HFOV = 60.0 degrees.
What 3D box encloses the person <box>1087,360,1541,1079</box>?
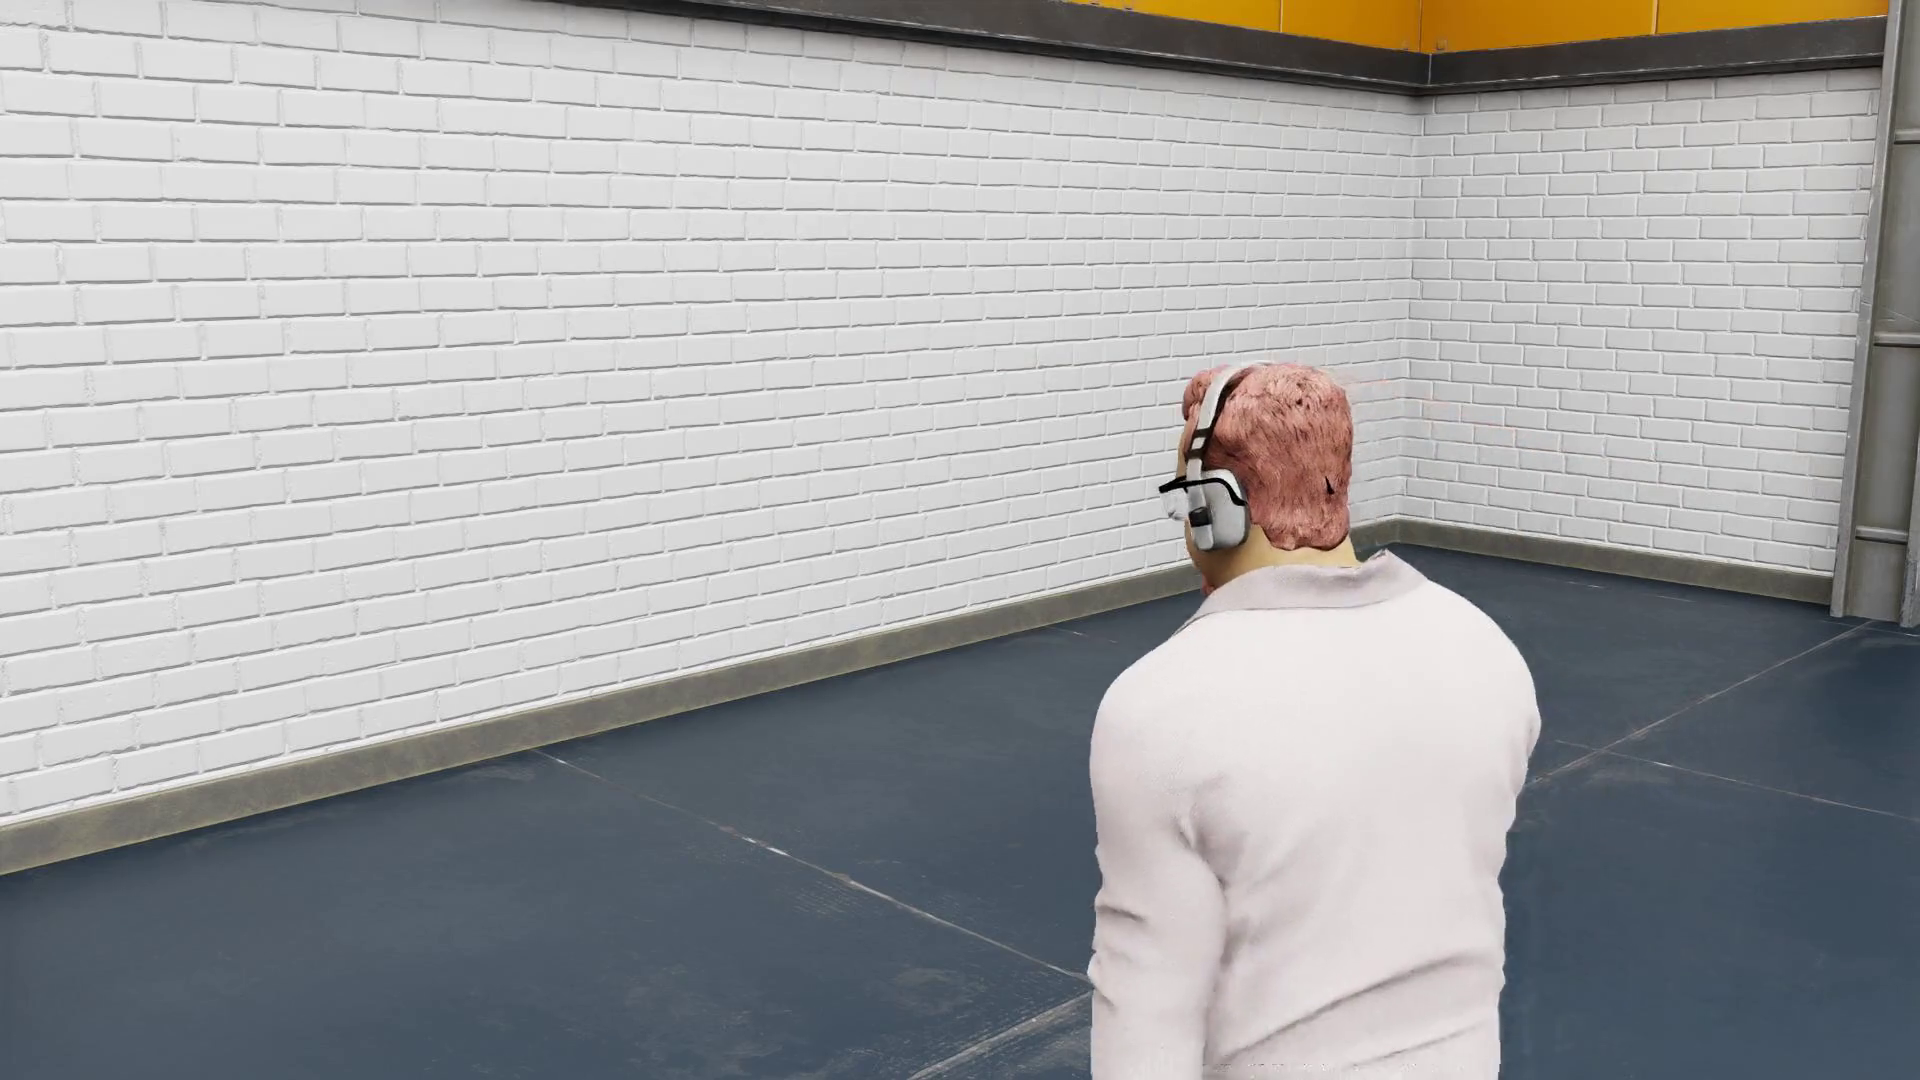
[{"bbox_3d":[0.413,0.727,2.044,0.653,1.879,0.463,-5,12,-26],"label":"person"}]
